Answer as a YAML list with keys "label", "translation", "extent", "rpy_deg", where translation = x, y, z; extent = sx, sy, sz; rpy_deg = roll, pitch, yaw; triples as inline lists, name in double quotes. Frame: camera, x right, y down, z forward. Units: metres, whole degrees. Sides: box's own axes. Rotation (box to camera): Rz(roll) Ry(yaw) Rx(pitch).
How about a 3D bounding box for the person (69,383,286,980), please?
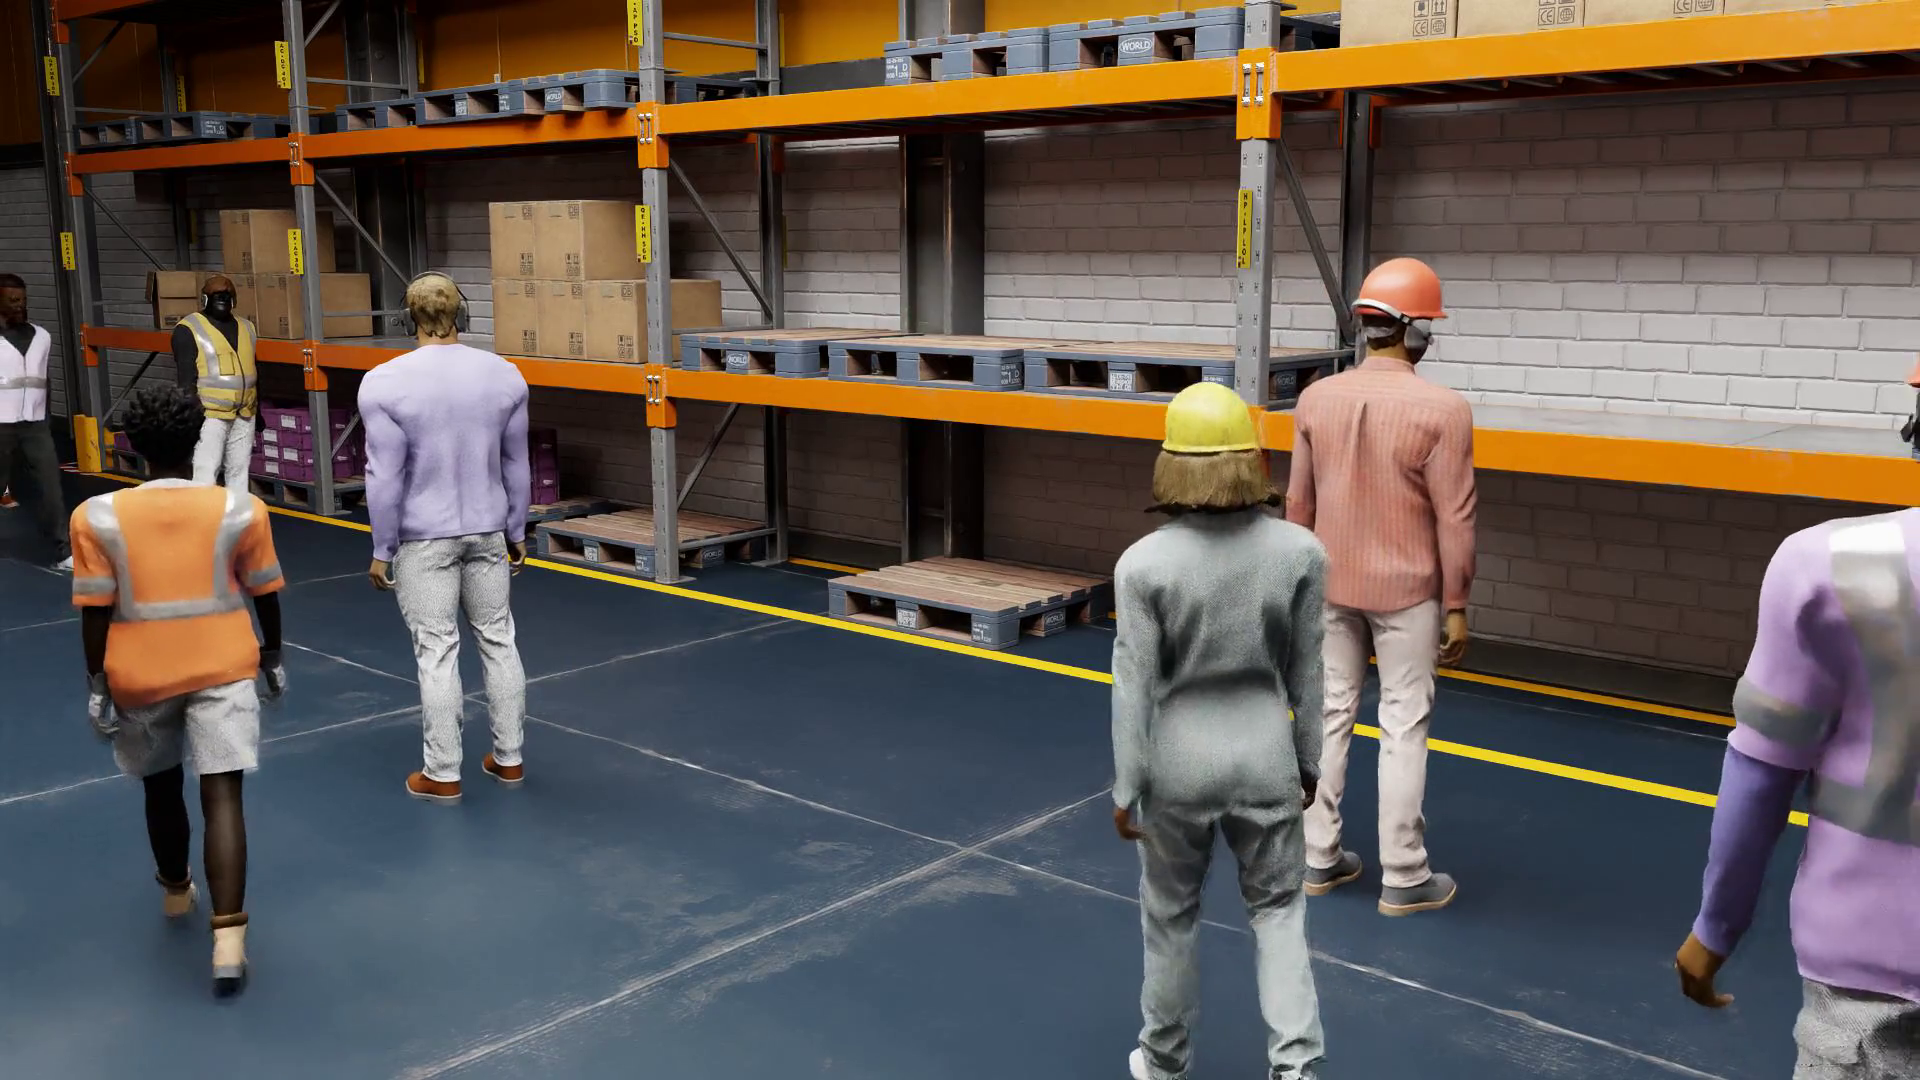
- label: "person"
  translation: [-2.184, 0.385, 4.706]
  extent: [0.543, 1.652, 0.875]
  rpy_deg: [-4, 11, -24]

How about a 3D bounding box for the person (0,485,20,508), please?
- label: "person"
  translation: [-7.599, -1.164, 12.855]
  extent: [0.356, 1.885, 0.573]
  rpy_deg: [8, 13, 39]

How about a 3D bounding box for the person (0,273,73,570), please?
- label: "person"
  translation: [-5.961, -0.733, 10.444]
  extent: [0.994, 1.873, 0.606]
  rpy_deg: [4, 11, 24]

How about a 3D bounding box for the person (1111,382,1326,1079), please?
- label: "person"
  translation: [0.586, 0.517, 3.730]
  extent: [0.507, 1.740, 0.557]
  rpy_deg: [-1, 10, -5]

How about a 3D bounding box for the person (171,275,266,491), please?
- label: "person"
  translation: [-4.972, -0.860, 11.258]
  extent: [0.430, 1.841, 0.624]
  rpy_deg: [5, 11, 27]

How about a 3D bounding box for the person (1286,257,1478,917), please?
- label: "person"
  translation: [1.294, 0.144, 5.093]
  extent: [0.395, 1.992, 0.622]
  rpy_deg: [-10, 14, -44]

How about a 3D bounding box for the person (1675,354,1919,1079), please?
- label: "person"
  translation: [1.459, 0.609, 2.443]
  extent: [0.620, 2.008, 1.016]
  rpy_deg: [1, 10, 4]

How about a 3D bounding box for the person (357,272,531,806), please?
- label: "person"
  translation: [-1.862, 0.001, 6.078]
  extent: [0.629, 1.935, 0.371]
  rpy_deg: [-9, 13, -41]
